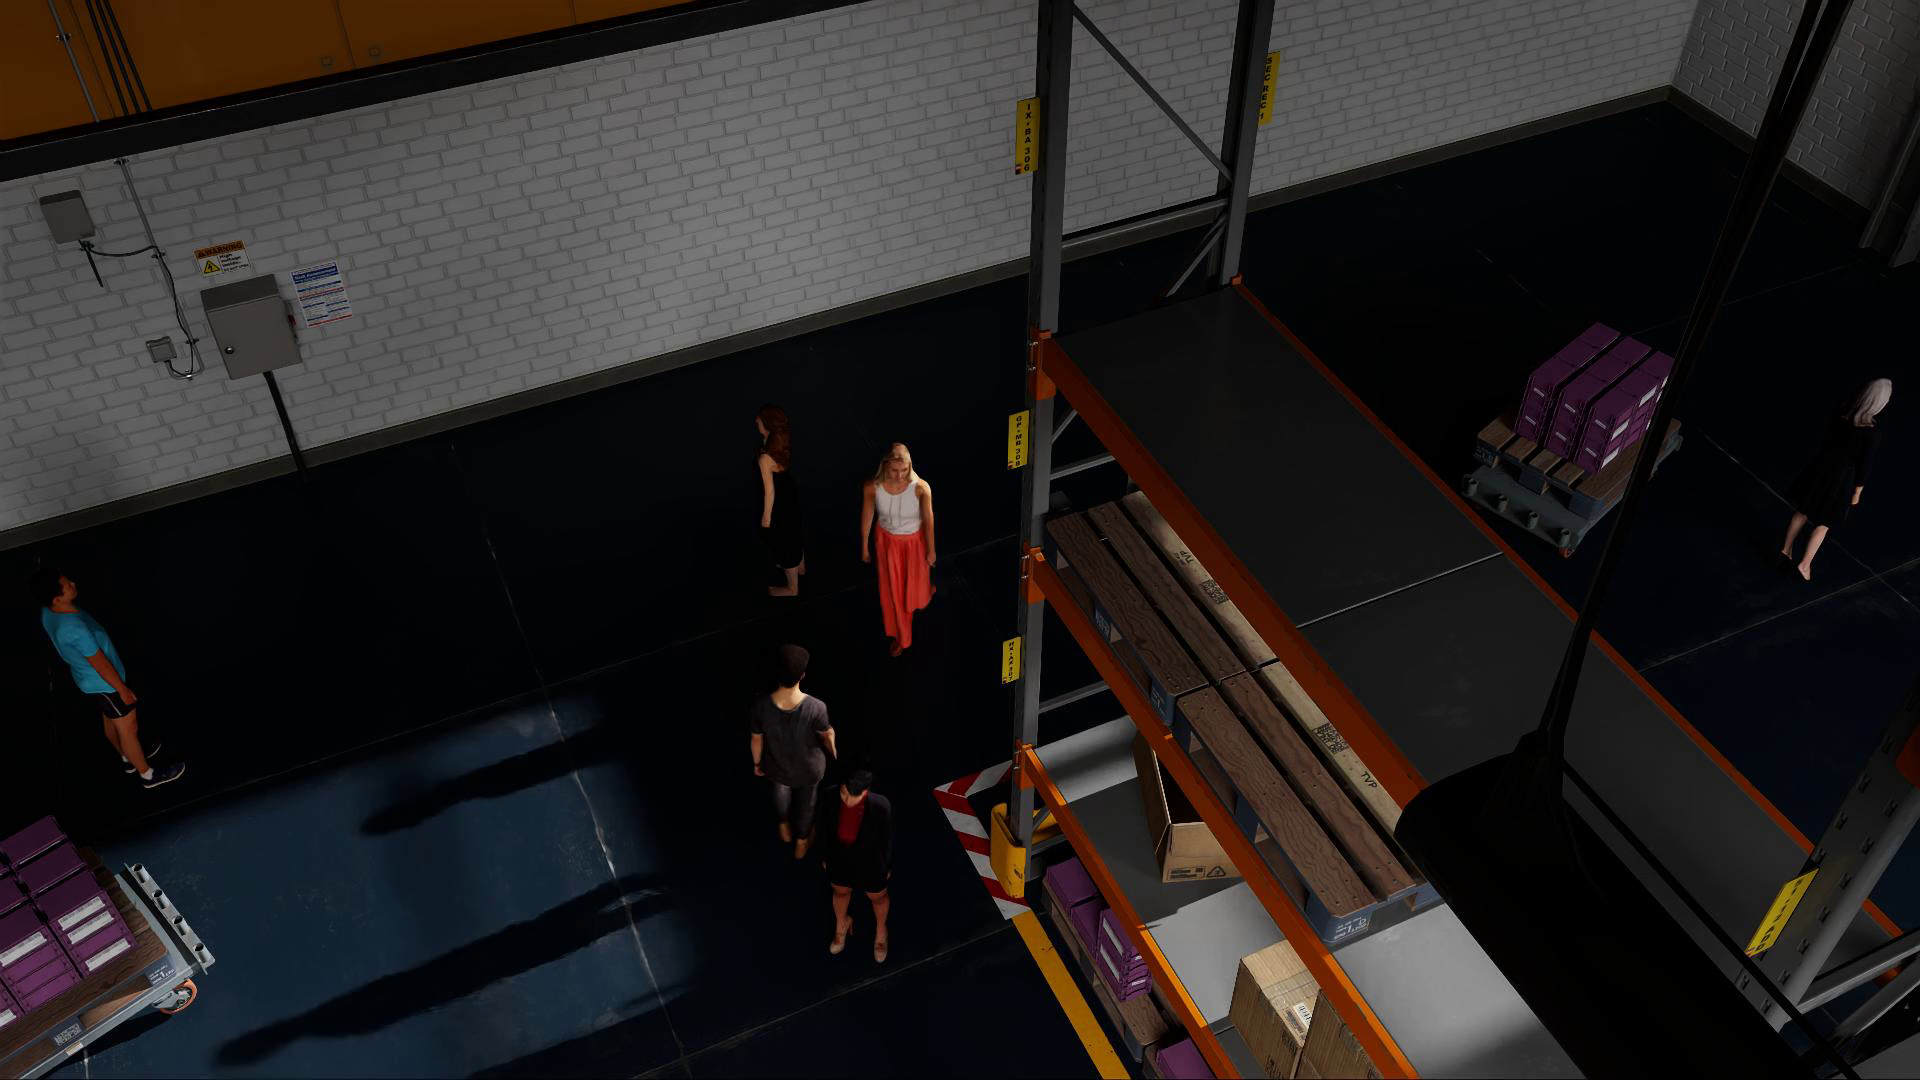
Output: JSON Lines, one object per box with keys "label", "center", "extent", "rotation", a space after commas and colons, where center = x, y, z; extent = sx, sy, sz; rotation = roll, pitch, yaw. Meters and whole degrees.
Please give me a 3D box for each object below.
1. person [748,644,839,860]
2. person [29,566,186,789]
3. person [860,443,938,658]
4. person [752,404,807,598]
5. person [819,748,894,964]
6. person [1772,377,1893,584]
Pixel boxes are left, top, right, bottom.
{"label": "person", "center": [-0.976, 1.294, 9.610], "extent": [0.739, 1.704, 0.773], "rotation": [7, 44, 7]}
{"label": "person", "center": [-5.199, 0.834, 10.040], "extent": [0.596, 1.777, 0.744], "rotation": [32, 52, 29]}
{"label": "person", "center": [-0.372, -0.027, 10.938], "extent": [0.888, 1.785, 0.975], "rotation": [8, 44, 8]}
{"label": "person", "center": [-1.227, -0.270, 11.309], "extent": [0.737, 1.624, 0.667], "rotation": [9, 44, 10]}
{"label": "person", "center": [-0.568, 1.777, 9.150], "extent": [0.708, 1.640, 0.769], "rotation": [9, 44, 10]}
{"label": "person", "center": [5.983, -0.414, 11.372], "extent": [0.677, 1.747, 0.531], "rotation": [-13, 45, -13]}
